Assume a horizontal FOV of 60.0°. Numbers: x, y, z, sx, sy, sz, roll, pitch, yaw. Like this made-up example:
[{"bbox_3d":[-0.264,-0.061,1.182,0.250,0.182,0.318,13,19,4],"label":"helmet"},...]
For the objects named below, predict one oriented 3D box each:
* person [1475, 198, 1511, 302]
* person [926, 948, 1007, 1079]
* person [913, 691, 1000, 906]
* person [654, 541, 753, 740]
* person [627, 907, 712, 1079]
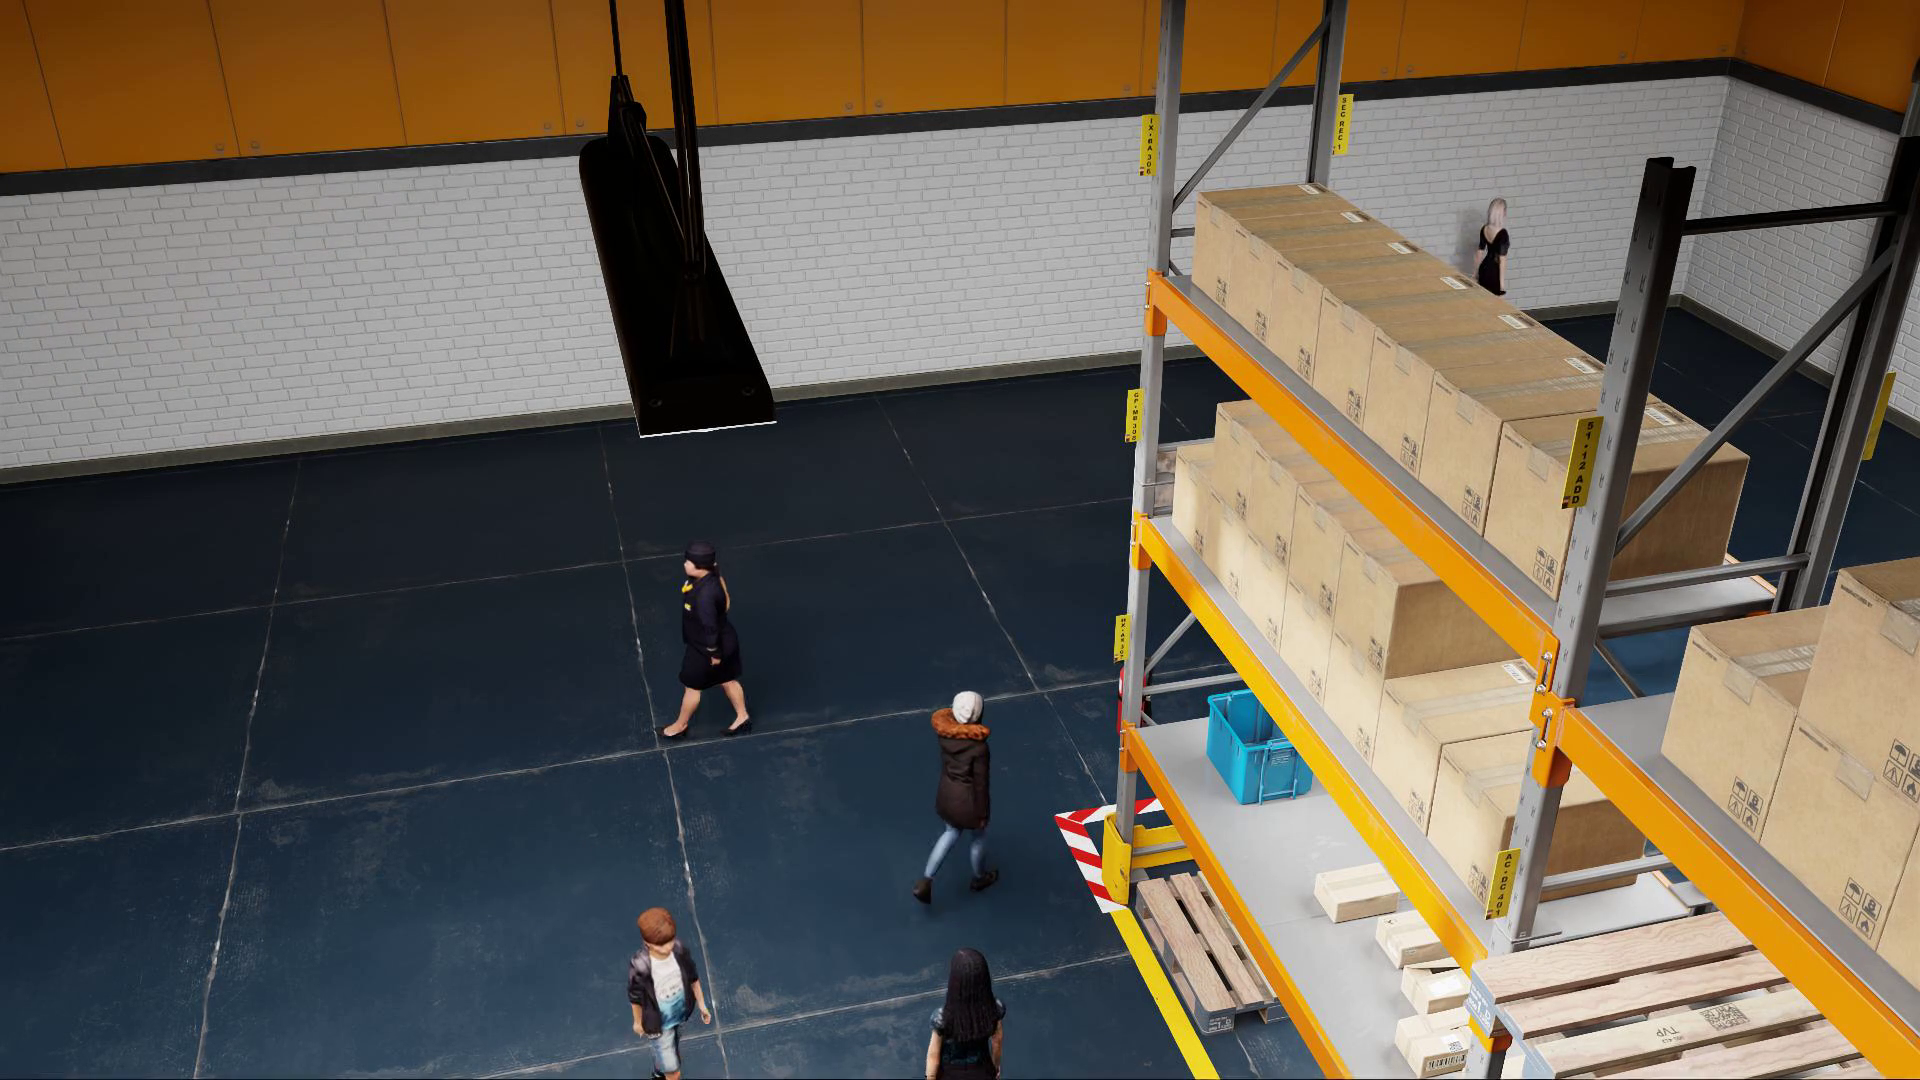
[{"bbox_3d":[5.989,-2.977,18.977,0.733,1.817,0.705,-13,31,-22],"label":"person"},{"bbox_3d":[0.042,2.819,8.443,0.606,1.729,0.590,-10,30,-17],"label":"person"},{"bbox_3d":[-0.030,1.678,10.655,0.979,1.616,0.965,24,36,36],"label":"person"},{"bbox_3d":[-1.759,0.770,12.291,0.899,1.643,0.973,0,29,0],"label":"person"},{"bbox_3d":[-1.656,2.585,9.200,0.979,1.417,0.836,23,36,35],"label":"person"}]
